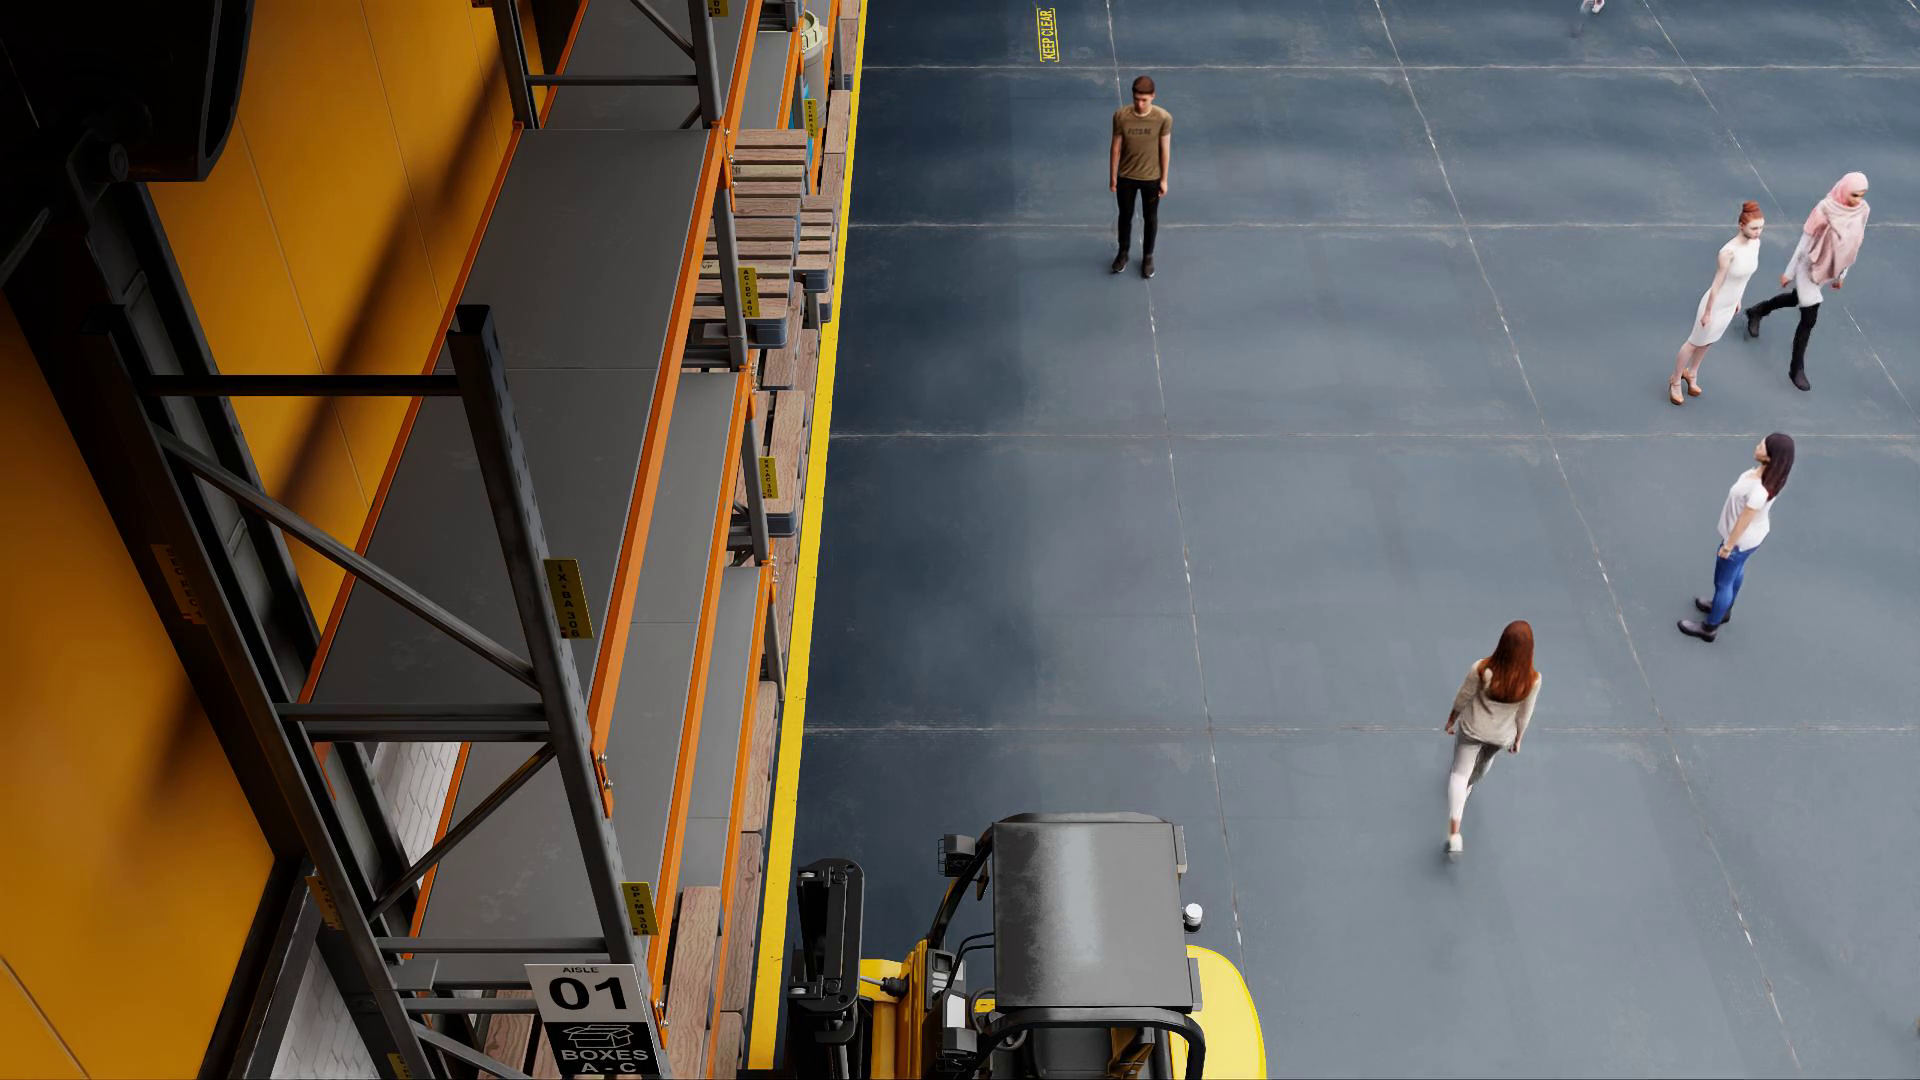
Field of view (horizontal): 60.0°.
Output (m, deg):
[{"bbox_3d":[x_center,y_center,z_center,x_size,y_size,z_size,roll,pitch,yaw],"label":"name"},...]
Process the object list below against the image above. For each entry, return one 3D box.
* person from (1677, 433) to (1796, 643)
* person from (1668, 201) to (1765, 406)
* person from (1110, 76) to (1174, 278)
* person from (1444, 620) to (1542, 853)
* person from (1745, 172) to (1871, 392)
[{"bbox_3d":[5.207,-0.021,11.046,0.735,1.680,0.654,28,50,26],"label":"person"},{"bbox_3d":[5.861,-1.818,12.850,0.646,1.793,0.651,-23,48,-22],"label":"person"},{"bbox_3d":[1.536,-3.121,14.177,0.700,1.849,0.629,7,44,7],"label":"person"},{"bbox_3d":[3.097,1.171,9.788,0.774,1.689,1.141,9,44,10],"label":"person"},{"bbox_3d":[6.750,-2.173,13.249,0.841,1.756,1.280,-9,44,-10],"label":"person"}]
